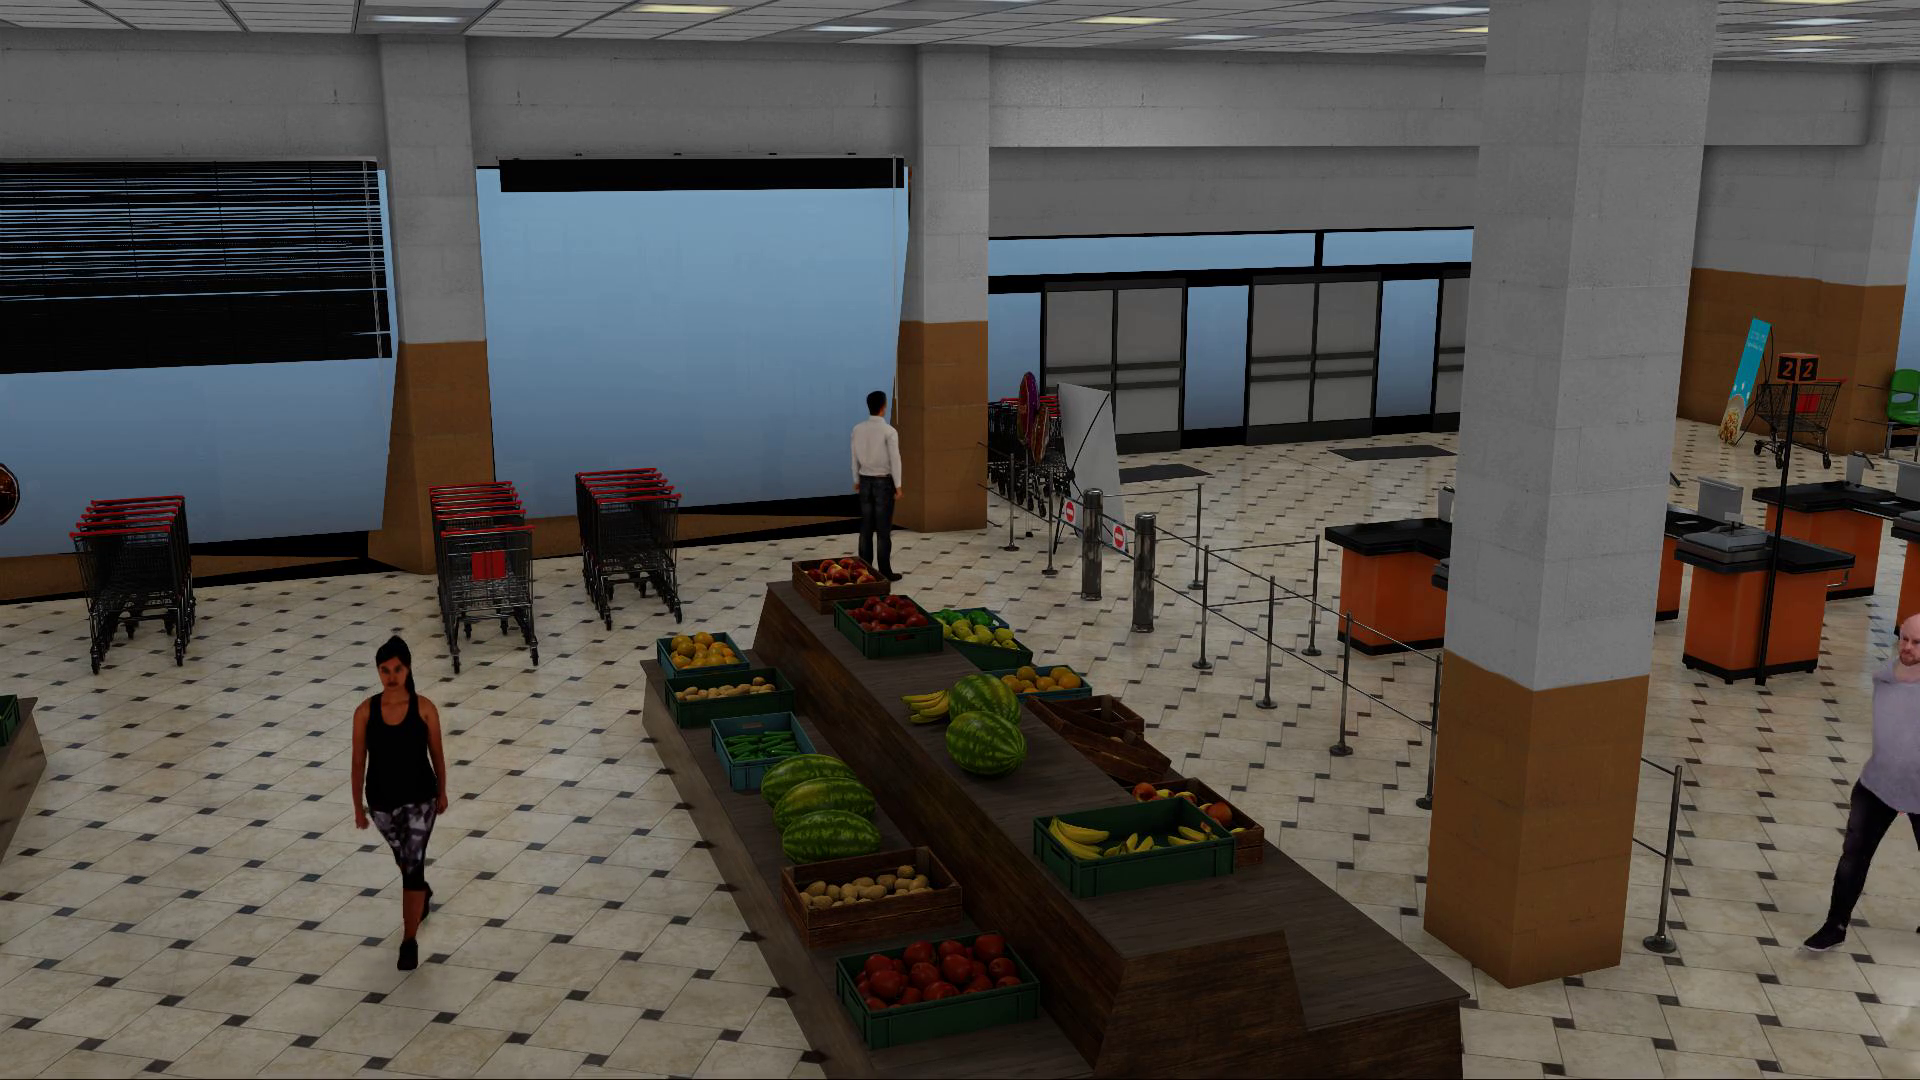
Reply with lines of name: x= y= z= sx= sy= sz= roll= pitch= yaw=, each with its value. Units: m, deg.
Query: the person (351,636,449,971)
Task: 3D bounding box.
person: x=-2.867 y=1.308 z=8.572 sx=0.747 sy=1.616 sz=1.154 roll=-2 pitch=14 yaw=-9

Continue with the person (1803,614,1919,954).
person: x=4.872 y=1.250 z=8.448 sx=0.824 sy=1.789 sz=1.153 roll=-6 pitch=15 yaw=-24

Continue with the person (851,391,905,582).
person: x=-0.791 y=-0.502 z=15.627 sx=0.710 sy=1.809 sz=0.792 roll=7 pitch=16 yaw=28
